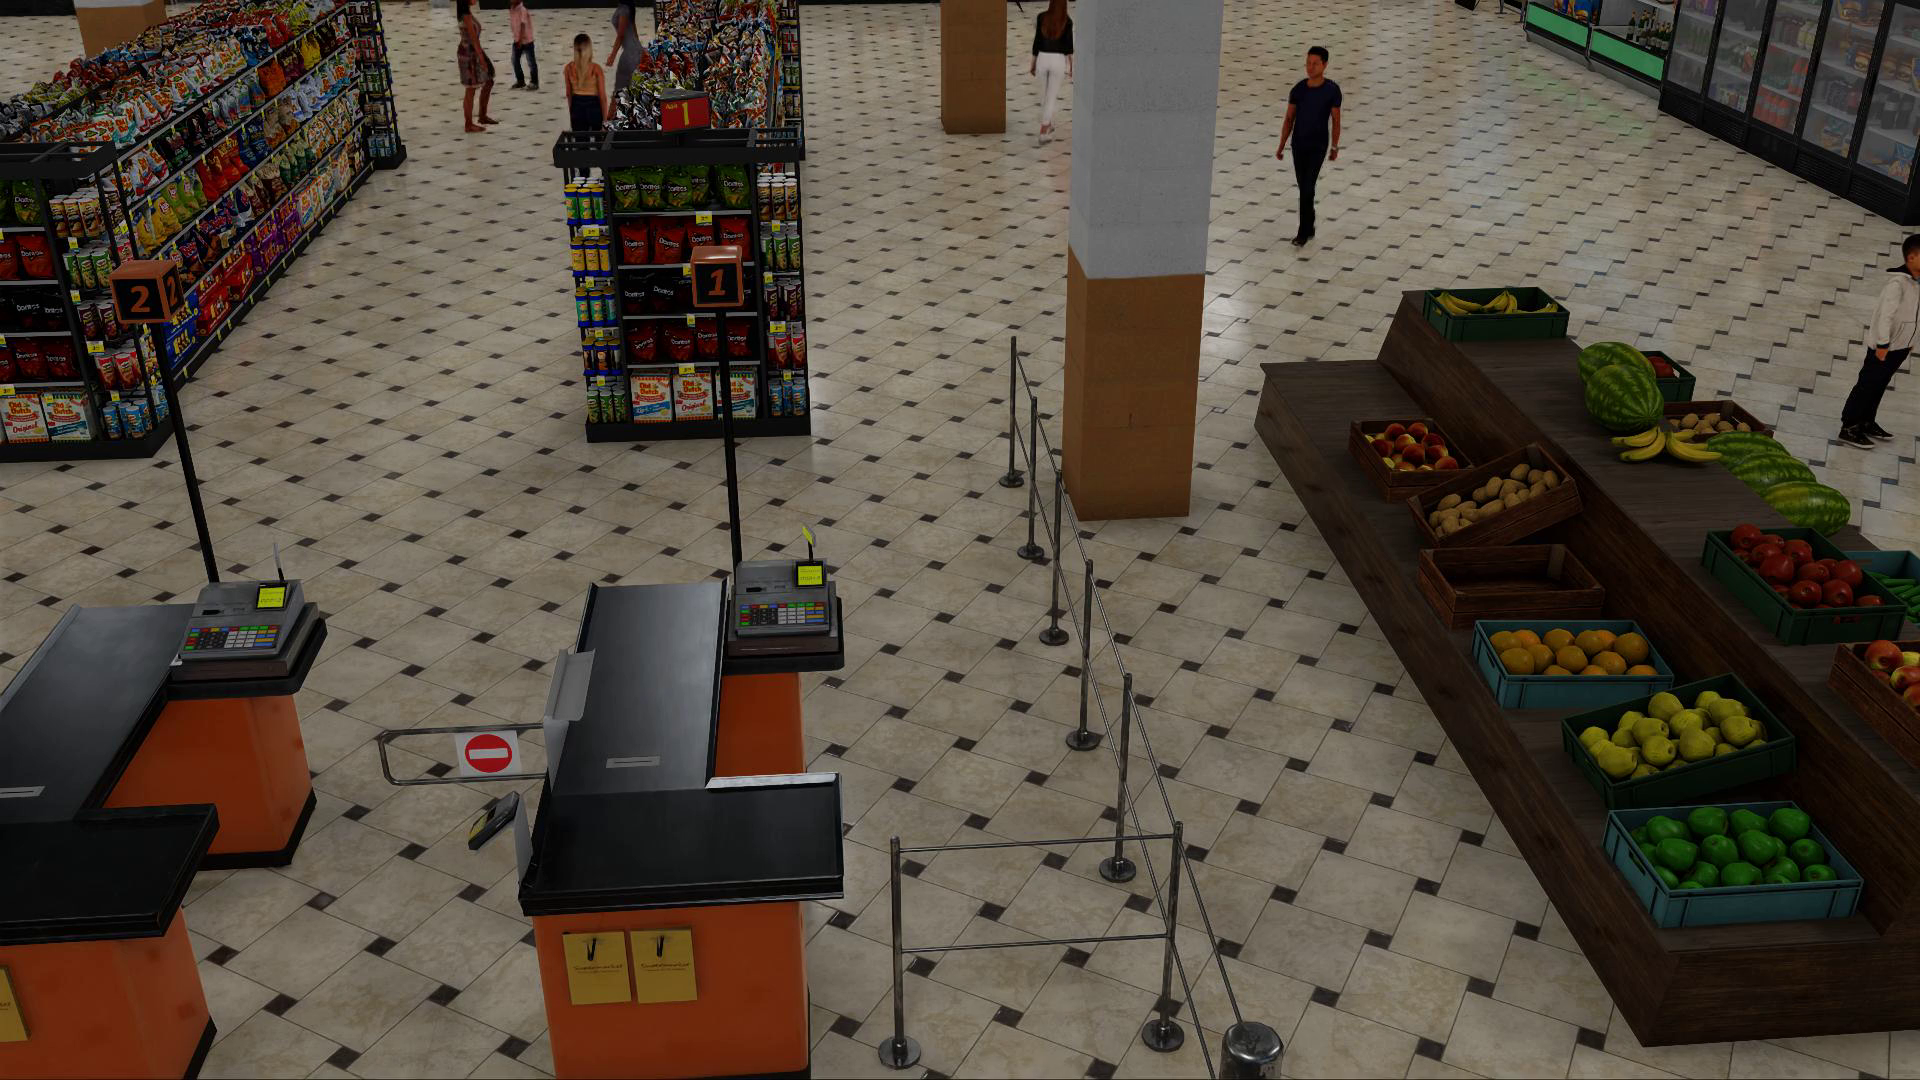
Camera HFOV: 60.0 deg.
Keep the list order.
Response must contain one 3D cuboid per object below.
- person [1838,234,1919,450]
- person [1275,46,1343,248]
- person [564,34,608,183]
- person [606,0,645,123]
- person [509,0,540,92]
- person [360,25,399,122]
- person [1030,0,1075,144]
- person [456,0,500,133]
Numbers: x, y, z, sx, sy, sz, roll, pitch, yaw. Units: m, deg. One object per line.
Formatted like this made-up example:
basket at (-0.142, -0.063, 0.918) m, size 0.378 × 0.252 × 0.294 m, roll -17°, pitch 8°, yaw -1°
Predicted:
person at (6.172, -1.334, 11.059) m, size 0.647 × 1.452 × 0.651 m, roll -18°, pitch 32°, yaw -31°
person at (3.236, -3.604, 15.182) m, size 0.910 × 1.772 × 0.973 m, roll 20°, pitch 33°, yaw 34°
person at (-3.690, -4.118, 16.405) m, size 0.667 × 1.583 × 1.127 m, roll 1°, pitch 27°, yaw 1°
person at (-3.589, -5.417, 18.813) m, size 0.717 × 1.722 × 1.122 m, roll -5°, pitch 27°, yaw -9°
person at (-5.513, -6.397, 21.215) m, size 0.643 × 1.297 × 0.703 m, roll 21°, pitch 34°, yaw 35°
person at (-6.922, -5.838, 19.591) m, size 0.714 × 1.768 × 0.622 m, roll -20°, pitch 33°, yaw -34°
person at (0.990, -5.283, 18.596) m, size 0.862 × 1.679 × 0.973 m, roll 12°, pitch 29°, yaw 22°
person at (-5.699, -5.507, 19.091) m, size 0.776 × 1.631 × 0.655 m, roll -7°, pitch 28°, yaw -13°
